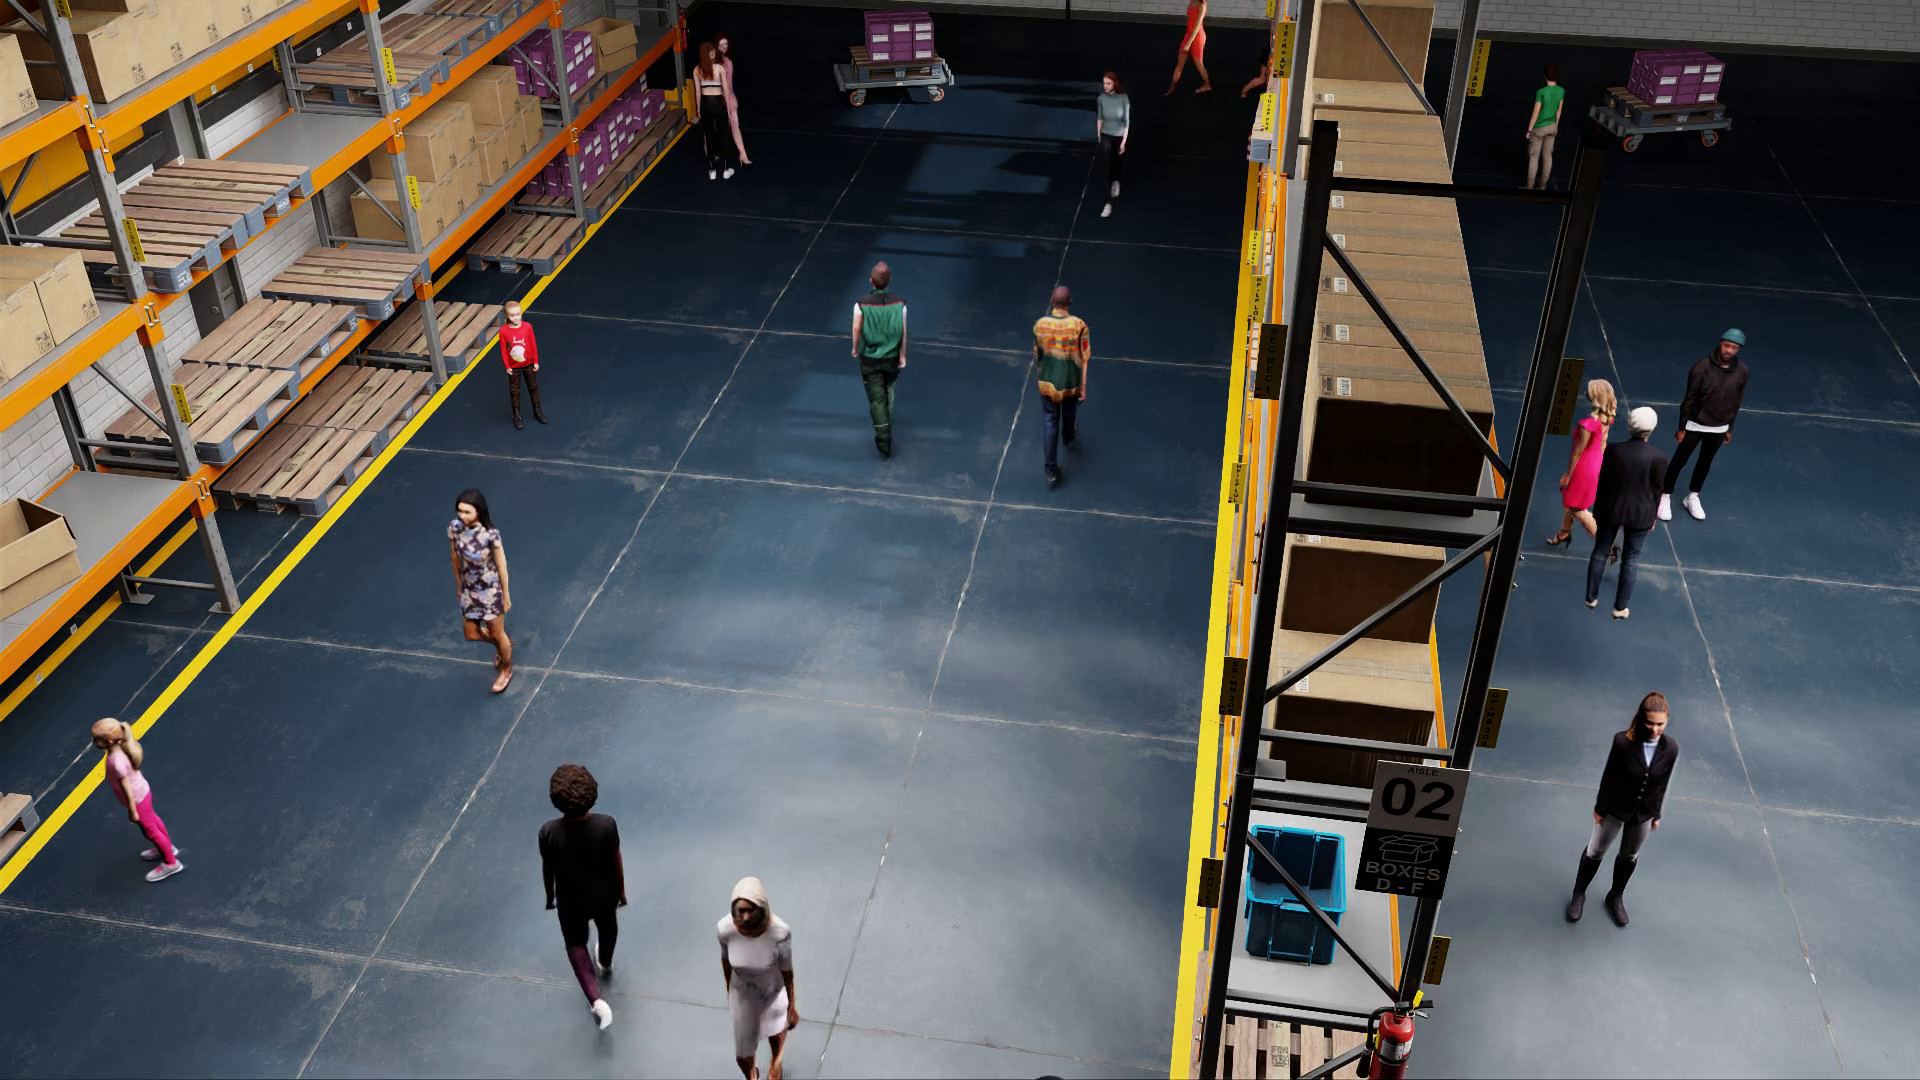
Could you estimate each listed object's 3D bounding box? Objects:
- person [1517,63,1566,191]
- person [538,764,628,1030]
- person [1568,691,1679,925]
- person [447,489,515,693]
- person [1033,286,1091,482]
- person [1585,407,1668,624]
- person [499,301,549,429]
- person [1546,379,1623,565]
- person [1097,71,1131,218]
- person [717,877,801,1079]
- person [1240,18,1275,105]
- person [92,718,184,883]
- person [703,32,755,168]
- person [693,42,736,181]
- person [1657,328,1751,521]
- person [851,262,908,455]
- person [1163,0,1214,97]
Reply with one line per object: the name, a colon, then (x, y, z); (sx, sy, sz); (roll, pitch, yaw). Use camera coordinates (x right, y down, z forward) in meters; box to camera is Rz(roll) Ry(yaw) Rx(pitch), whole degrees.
person: (7.278, -5.111, 20.704); (0.668, 1.652, 0.672); (-9, 35, -13)
person: (-2.193, 2.094, 9.763); (0.963, 1.764, 1.127); (-12, 35, -17)
person: (4.172, 1.690, 10.403); (0.554, 1.729, 0.543); (5, 34, 7)
person: (-3.516, 0.336, 12.446); (0.639, 1.722, 0.675); (9, 35, 13)
person: (0.870, -1.365, 14.984); (0.704, 1.746, 1.211); (8, 34, 11)
person: (5.002, -0.186, 12.394); (0.812, 1.778, 0.742); (23, 40, 30)
person: (-4.205, -1.696, 15.902); (0.568, 1.280, 0.615); (-16, 37, -23)
person: (5.249, -0.528, 13.766); (0.889, 1.700, 0.944); (27, 42, 34)
person: (1.899, -4.885, 20.329); (0.618, 1.692, 1.186); (8, 34, 11)
person: (-1.110, 2.446, 9.261); (0.635, 1.734, 0.676); (-1, 34, -2)
person: (4.345, -6.785, 23.223); (1.061, 1.652, 1.035); (-28, 43, -36)
person: (-5.379, 1.662, 10.863); (0.619, 1.267, 0.547); (-17, 37, -24)
person: (-3.151, -5.699, 21.512); (1.074, 1.738, 1.180); (24, 40, 31)
person: (-3.135, -5.458, 21.145); (0.612, 1.742, 0.560); (1, 34, 1)
person: (6.456, -1.021, 14.403); (0.698, 1.817, 0.632); (1, 34, 1)
person: (-0.737, -1.654, 15.367); (0.940, 1.803, 1.210); (-7, 34, -10)
person: (3.414, -7.116, 23.698); (1.049, 1.677, 1.039); (-13, 36, -19)
